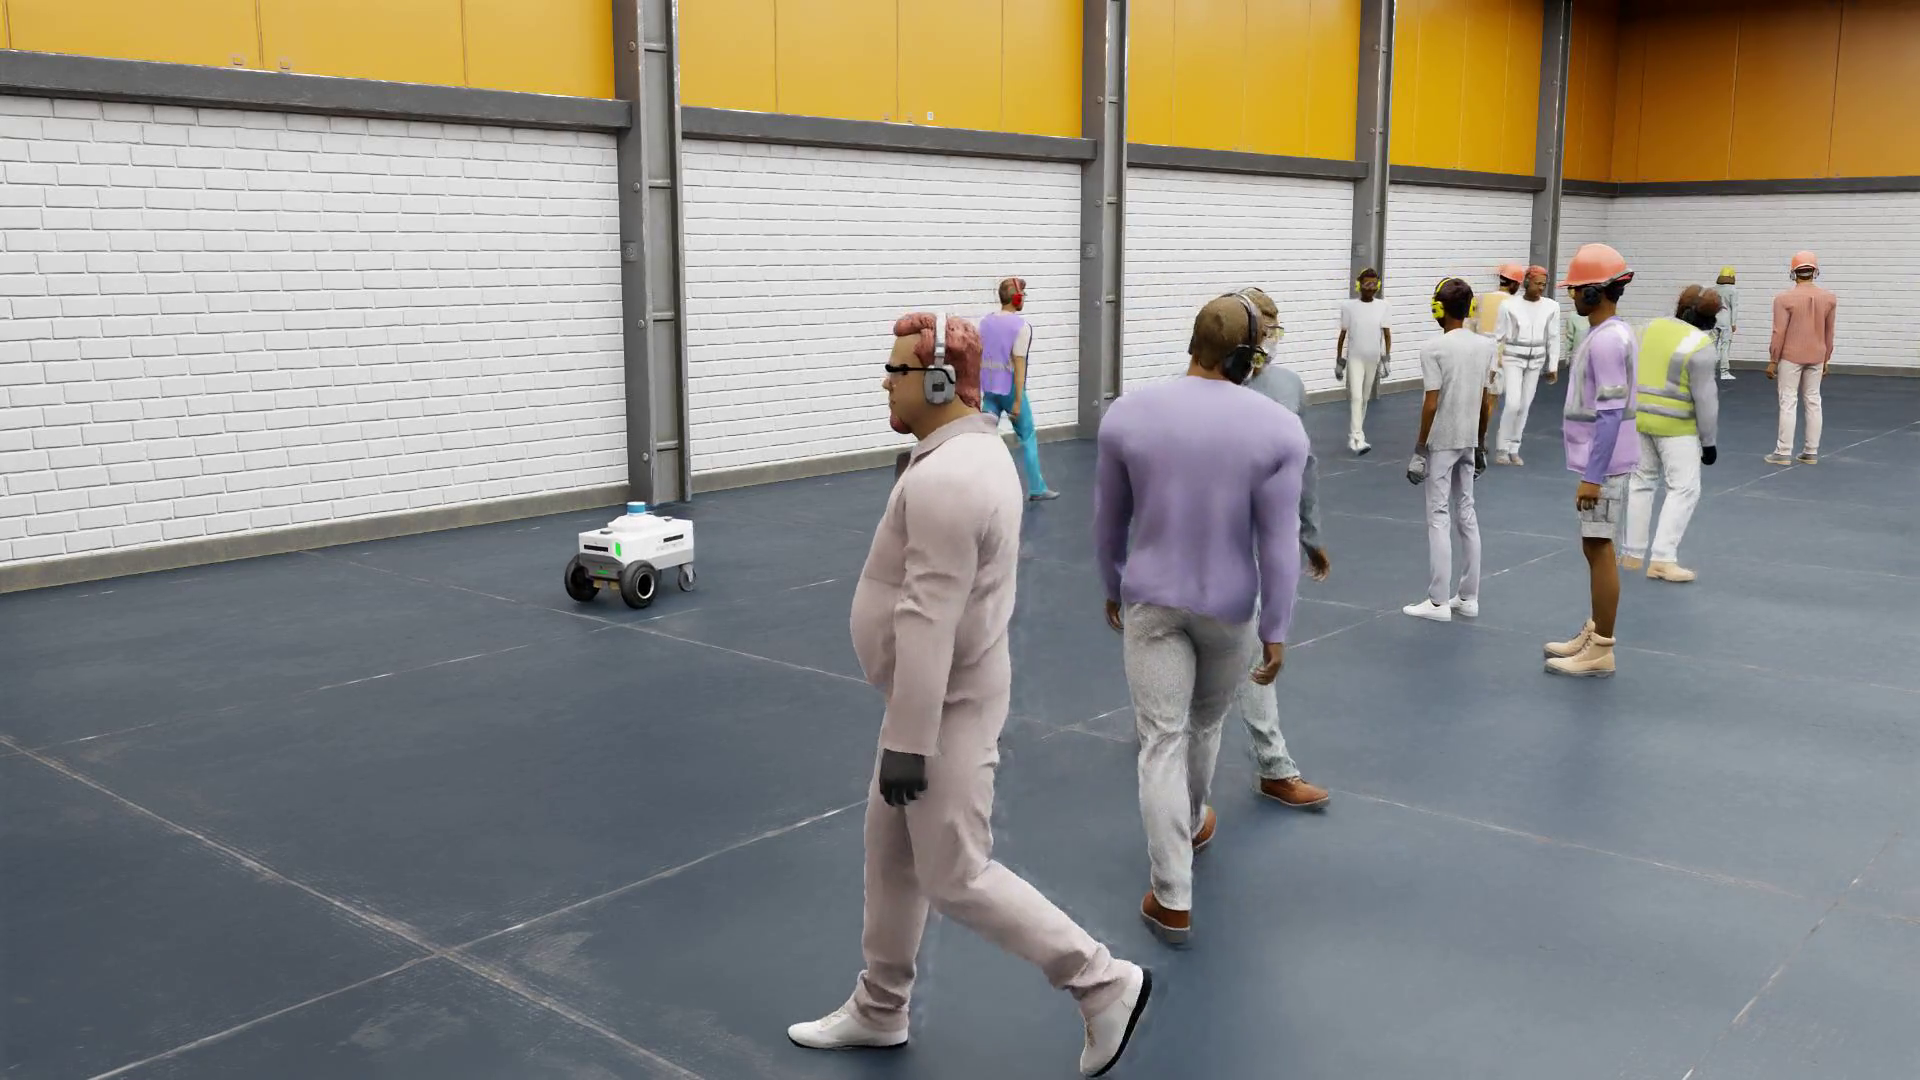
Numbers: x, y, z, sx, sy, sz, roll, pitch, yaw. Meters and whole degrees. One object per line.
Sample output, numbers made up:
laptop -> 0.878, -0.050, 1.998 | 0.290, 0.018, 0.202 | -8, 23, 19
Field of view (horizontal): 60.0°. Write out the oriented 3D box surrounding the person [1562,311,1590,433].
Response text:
person -> 6.806, -1.937, 18.066 | 0.506, 1.600, 0.789 | 5, 11, 26

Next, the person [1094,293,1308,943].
person -> 0.722, 0.200, 5.090 | 0.620, 1.879, 0.912 | 1, 10, 7

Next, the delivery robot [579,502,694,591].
delivery robot -> -1.863, 0.023, 9.611 | 0.477, 0.478, 0.707 | 6, 12, 29

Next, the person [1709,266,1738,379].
person -> 11.819, -3.362, 25.768 | 0.312, 1.744, 0.487 | -6, 12, -30

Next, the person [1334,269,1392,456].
person -> 3.976, -1.738, 16.317 | 0.488, 1.816, 0.949 | -1, 10, -4

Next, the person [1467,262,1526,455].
person -> 5.212, -1.755, 16.211 | 0.587, 1.885, 0.573 | 10, 14, 44

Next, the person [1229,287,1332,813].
person -> 1.023, -0.004, 6.271 | 0.628, 1.894, 1.022 | -8, 13, -38

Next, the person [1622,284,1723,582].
person -> 4.360, -0.662, 10.244 | 0.433, 1.807, 0.704 | -4, 11, -19

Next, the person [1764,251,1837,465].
person -> 7.848, -1.694, 15.565 | 0.612, 1.991, 0.391 | -1, 10, -5

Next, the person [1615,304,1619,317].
person -> 8.446, -2.728, 22.003 | 0.517, 1.787, 0.997 | 0, 10, -2

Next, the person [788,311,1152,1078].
person -> 0.011, 0.392, 4.012 | 0.837, 1.883, 0.646 | 0, 10, 1

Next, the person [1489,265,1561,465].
person -> 5.234, -1.603, 15.415 | 0.586, 1.859, 0.545 | -1, 10, -5

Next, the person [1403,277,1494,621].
person -> 2.664, -0.489, 9.069 | 0.530, 1.864, 0.313 | -5, 11, -29

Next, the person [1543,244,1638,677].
person -> 2.989, -0.367, 7.875 | 0.395, 2.040, 0.609 | 4, 11, 21

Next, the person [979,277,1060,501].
person -> 0.338, -1.162, 13.113 | 0.972, 1.804, 0.573 | -9, 13, -42
